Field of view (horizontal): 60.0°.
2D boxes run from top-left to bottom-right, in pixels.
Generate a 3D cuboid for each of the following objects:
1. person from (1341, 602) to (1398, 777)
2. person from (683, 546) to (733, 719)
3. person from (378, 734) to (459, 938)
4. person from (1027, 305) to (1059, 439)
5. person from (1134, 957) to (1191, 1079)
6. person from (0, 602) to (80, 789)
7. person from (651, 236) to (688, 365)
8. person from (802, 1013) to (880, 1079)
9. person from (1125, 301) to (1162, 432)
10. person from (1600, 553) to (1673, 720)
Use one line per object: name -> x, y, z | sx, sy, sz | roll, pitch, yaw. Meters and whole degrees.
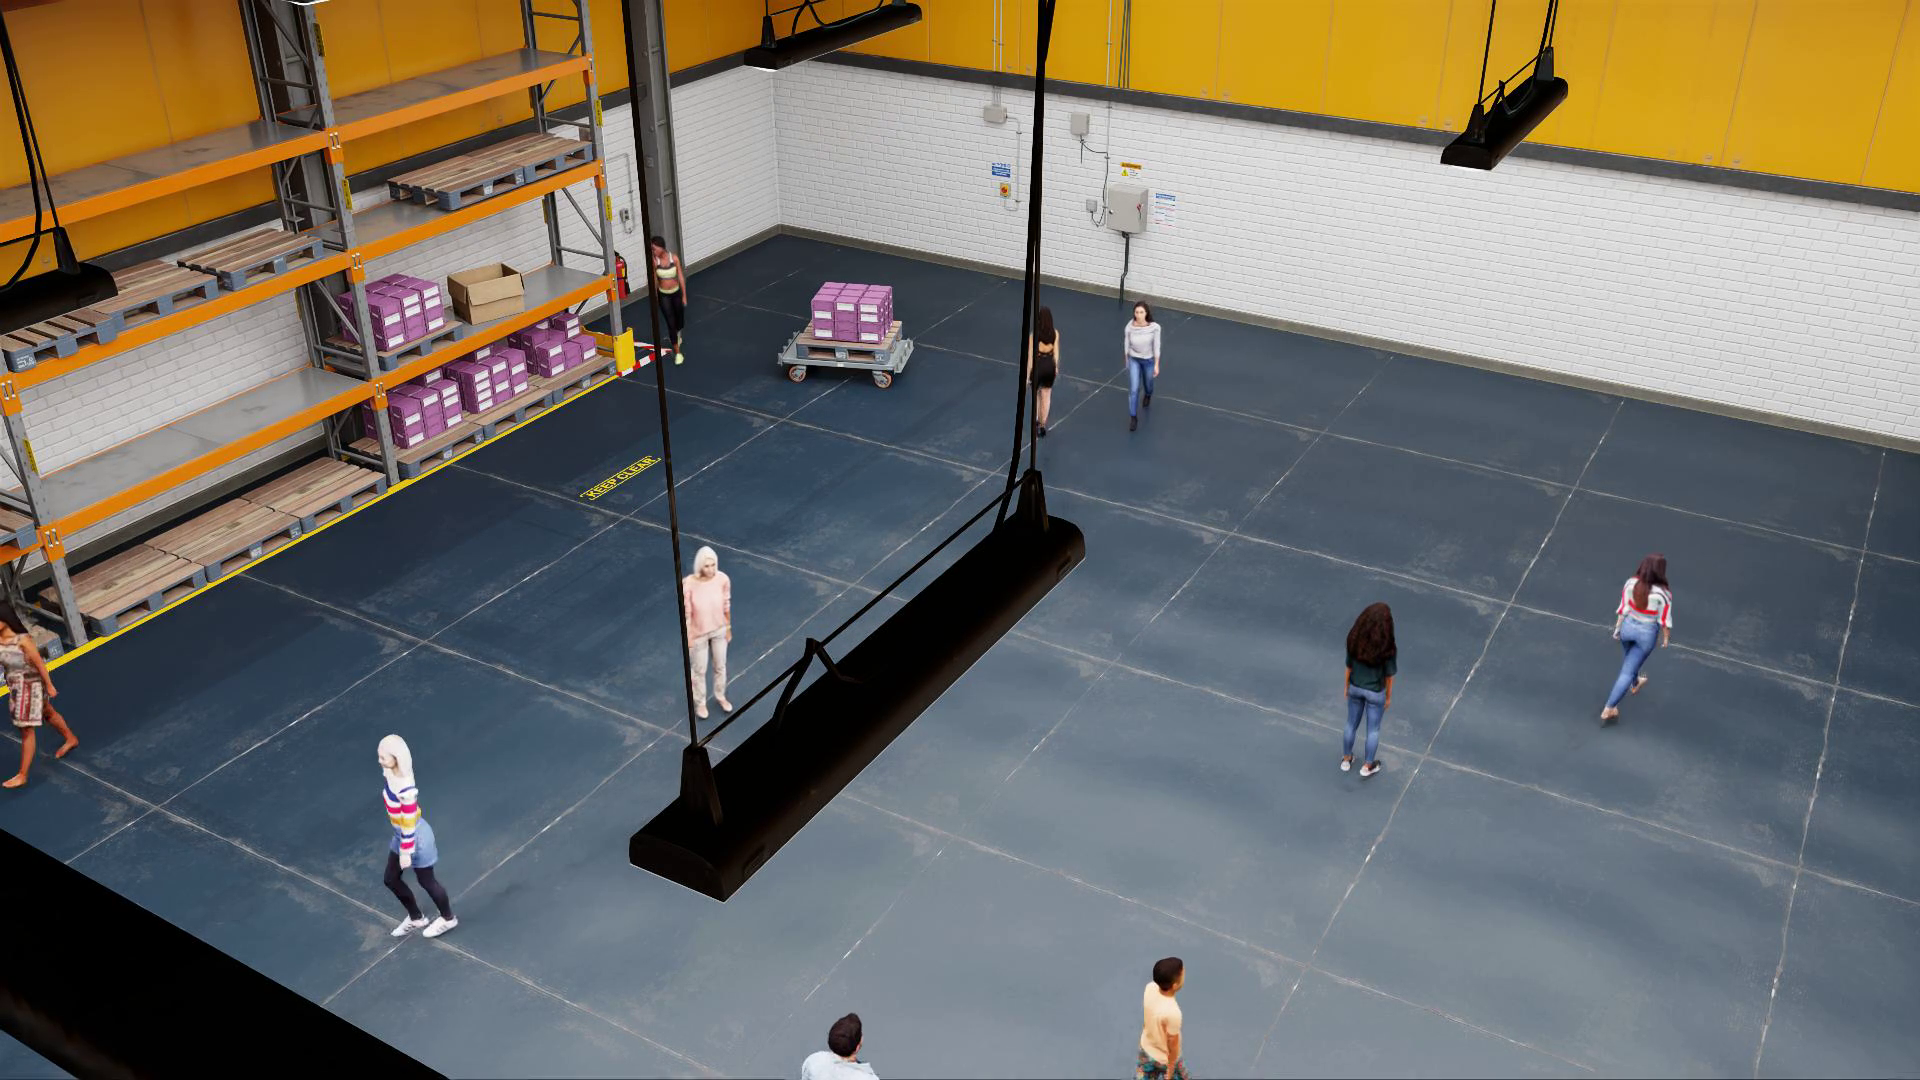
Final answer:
person -> 3.424, 1.247, 13.979 | 0.597, 1.615, 0.586 | 17, 33, 28
person -> -2.229, 0.793, 14.704 | 0.666, 1.718, 0.751 | -12, 31, -21
person -> -3.912, 2.149, 12.140 | 0.810, 1.792, 0.774 | -21, 35, -34
person -> 1.006, -1.972, 19.862 | 0.682, 1.634, 0.732 | -3, 29, -5
person -> 1.206, 3.250, 10.494 | 1.001, 1.436, 0.811 | -17, 33, -29
person -> -7.819, 1.202, 14.068 | 0.766, 1.609, 1.102 | 10, 30, 18
person -> -3.846, -3.229, 22.073 | 0.949, 1.722, 1.024 | -8, 30, -14
person -> -0.694, 3.543, 9.609 | 0.763, 1.769, 1.196 | 19, 34, 30
person -> 2.226, -2.166, 20.253 | 0.826, 1.600, 1.091 | 5, 29, 9
person -> 5.961, 0.878, 14.705 | 1.162, 1.568, 0.825 | -25, 37, -37
